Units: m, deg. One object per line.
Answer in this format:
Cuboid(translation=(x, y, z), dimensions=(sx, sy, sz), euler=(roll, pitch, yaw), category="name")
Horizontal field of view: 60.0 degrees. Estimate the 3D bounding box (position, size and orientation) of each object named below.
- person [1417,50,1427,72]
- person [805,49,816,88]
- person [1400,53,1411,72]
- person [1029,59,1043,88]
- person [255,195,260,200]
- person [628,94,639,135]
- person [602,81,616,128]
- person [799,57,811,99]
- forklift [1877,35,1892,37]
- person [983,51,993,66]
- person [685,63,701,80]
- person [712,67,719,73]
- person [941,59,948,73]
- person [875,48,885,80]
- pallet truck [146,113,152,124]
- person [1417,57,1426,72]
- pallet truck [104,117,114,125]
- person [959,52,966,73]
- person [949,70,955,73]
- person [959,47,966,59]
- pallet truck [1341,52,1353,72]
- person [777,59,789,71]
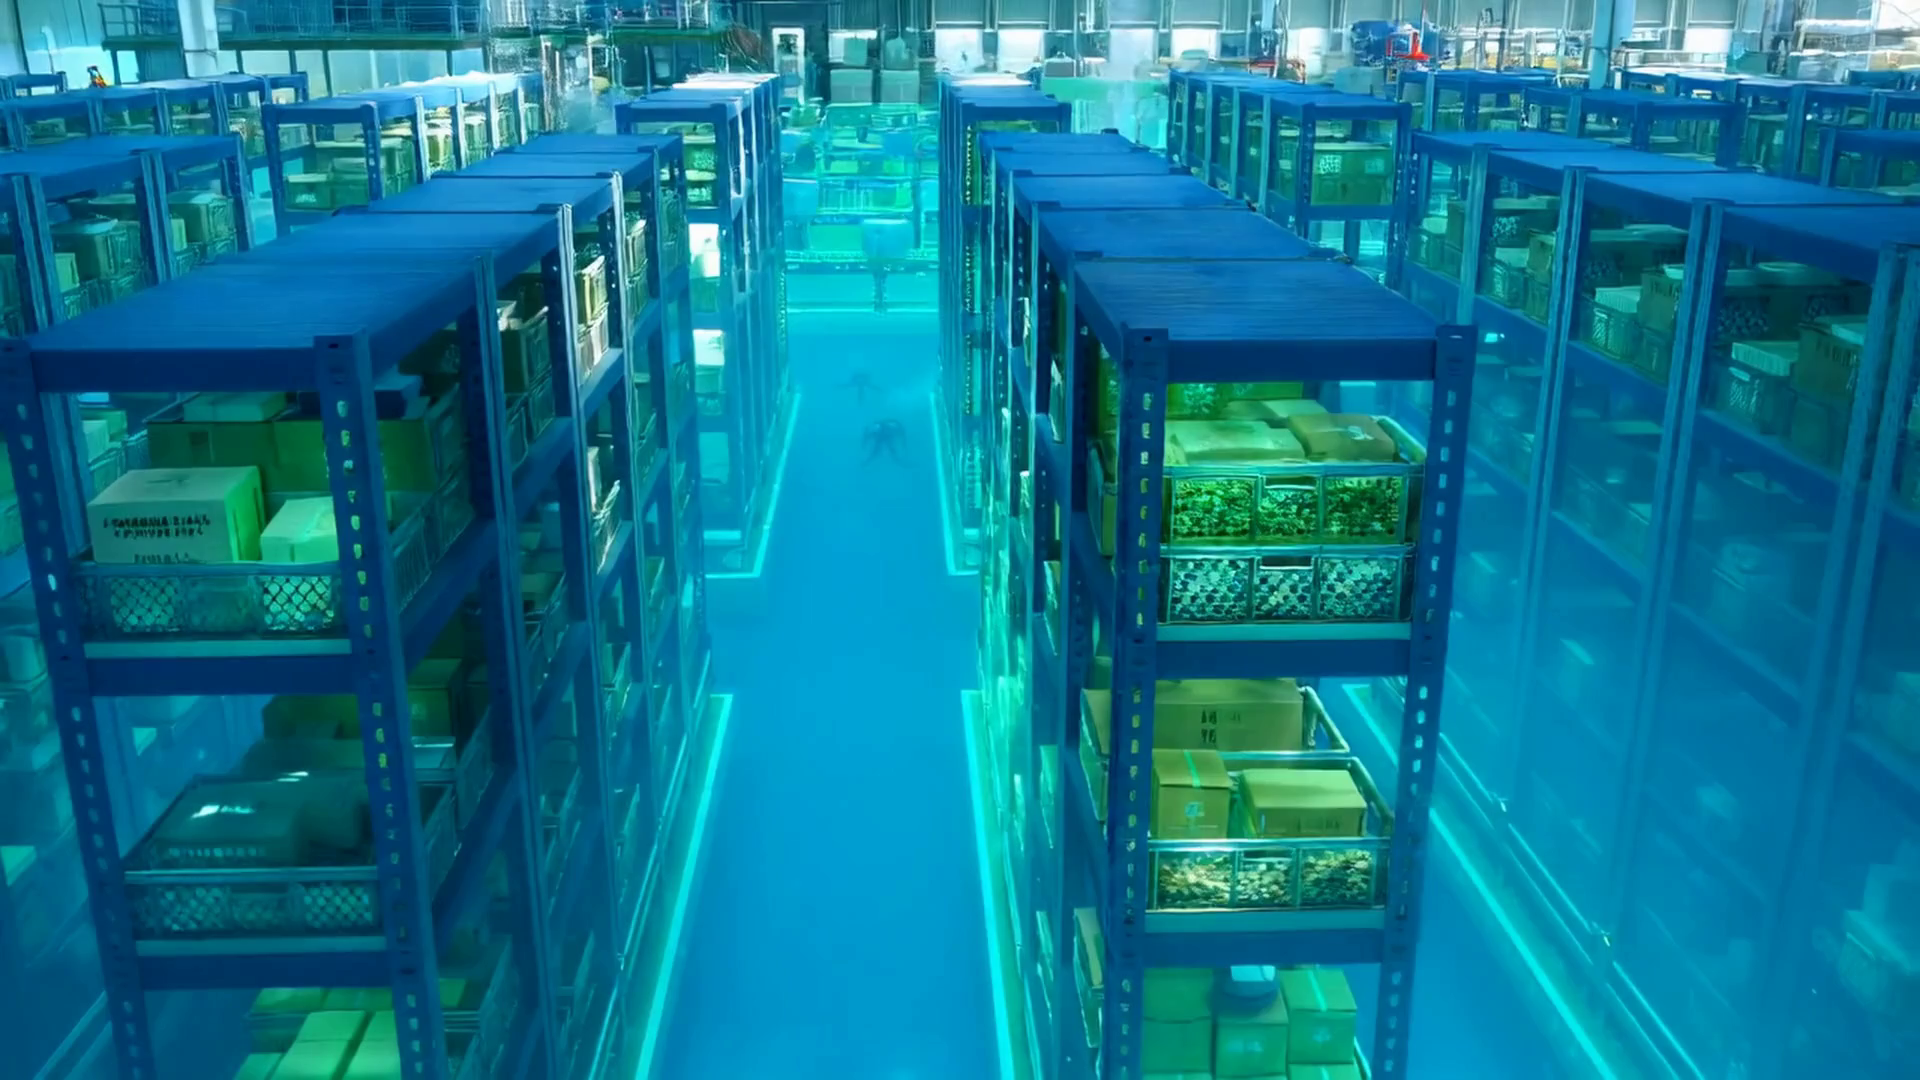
Cuboid(translation=(23.772, -24.190, 85.537), dimensions=(0.623, 1.992, 0.391), euler=(-9, 20, -25), category="person")
Cuboid(translation=(-7.851, -24.627, 86.886), dimensions=(0.609, 1.996, 0.378), euler=(4, 18, 13), category="person")
Cuboid(translation=(22.934, -24.125, 85.564), dimensions=(0.573, 1.860, 0.850), euler=(9, 20, 25), category="person")
Cuboid(translation=(3.282, -19.745, 71.840), dimensions=(0.599, 1.960, 1.089), euler=(-4, 18, -12), category="person")
Cuboid(translation=(-8.748, -3.368, 21.101), dimensions=(0.611, 1.996, 0.378), euler=(8, 20, 24), category="person")
Cuboid(translation=(-9.295, -11.791, 47.449), dimensions=(0.990, 1.817, 0.505), euler=(4, 18, 12), category="person")
Cuboid(translation=(-11.569, -14.220, 54.922), dimensions=(0.871, 1.859, 0.579), euler=(1, 18, 2), category="person")
Cuboid(translation=(-7.250, -21.452, 77.178), dimensions=(0.489, 1.925, 0.635), euler=(16, 24, 41), category="person")
Cuboid(translation=(44.168, -22.911, 80.163), dimensions=(1.129, 2.768, 1.873), euler=(-1, 18, -2), category="forklift")
Cuboid(translation=(1.596, -26.923, 94.469), dimensions=(0.535, 1.700, 0.318), euler=(1, 18, 3), category="person")
Cuboid(translation=(-10.416, -17.550, 64.916), dimensions=(0.688, 2.000, 0.538), euler=(-11, 21, -31), category="person")
Cuboid(translation=(-9.769, -17.747, 65.822), dimensions=(1.021, 1.872, 0.597), euler=(-1, 18, -2), category="person")
Cuboid(translation=(-0.706, -20.925, 75.634), dimensions=(0.313, 1.869, 0.528), euler=(2, 18, 8), category="person")
Cuboid(translation=(-4.482, -26.631, 93.287), dimensions=(0.756, 1.875, 0.655), euler=(-14, 23, -37), category="person")
Cuboid(translation=(-18.087, -8.309, 36.390), dimensions=(1.885, 1.965, 0.823), euler=(-1, 18, -4), category="pallet truck")
Cuboid(translation=(21.784, -21.863, 78.583), dimensions=(0.429, 1.844, 0.625), euler=(1, 18, 4), category="person")
Cuboid(translation=(-18.367, -7.885, 35.078), dimensions=(1.885, 1.965, 0.823), euler=(1, 18, 2), category="pallet truck")
Cuboid(translation=(0.108, -25.437, 89.801), dimensions=(0.713, 1.746, 0.528), euler=(16, 24, 41), category="person")
Cuboid(translation=(-0.374, -16.648, 62.335), dimensions=(0.796, 1.916, 0.548), euler=(11, 21, 31), category="person")
Cuboid(translation=(0.100, -26.505, 92.822), dimensions=(0.535, 1.920, 0.571), euler=(4, 18, 11), category="person")
Cuboid(translation=(18.794, -23.123, 82.231), dimensions=(0.823, 1.965, 1.885), euler=(-13, 22, -35), category="pallet truck")
Cuboid(translation=(-9.423, -25.014, 88.256), dimensions=(0.622, 1.890, 1.017), euler=(-11, 21, -31), category="person")
